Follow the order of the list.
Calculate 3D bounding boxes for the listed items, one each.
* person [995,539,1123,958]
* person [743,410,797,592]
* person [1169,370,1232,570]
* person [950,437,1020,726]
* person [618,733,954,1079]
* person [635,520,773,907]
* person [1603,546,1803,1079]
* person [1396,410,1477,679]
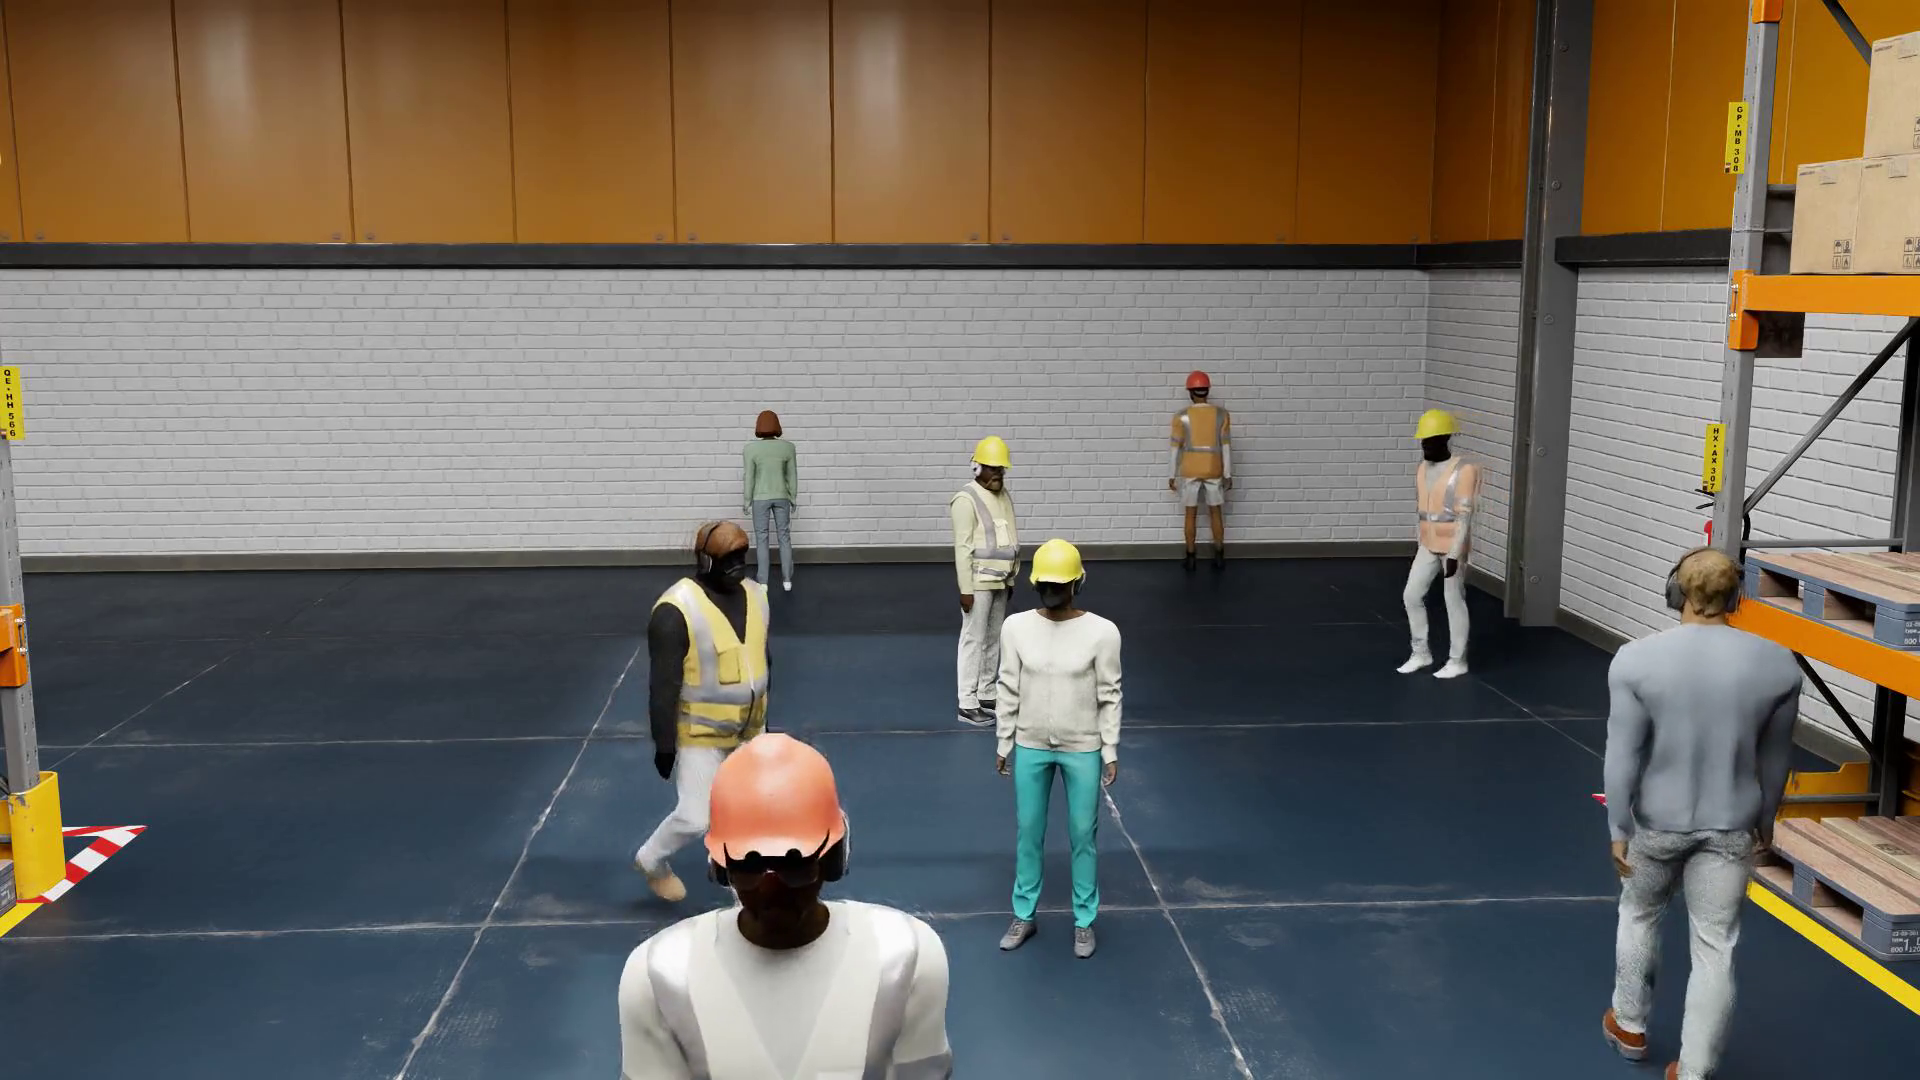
[{"bbox_3d":[0.401,0.864,6.899,0.533,1.765,0.329,3,9,15],"label":"person"},{"bbox_3d":[-1.703,-0.346,14.906,0.507,1.631,0.278,-4,10,-23],"label":"person"},{"bbox_3d":[2.304,-0.659,15.956,0.593,1.924,0.408,0,9,1],"label":"person"},{"bbox_3d":[0.176,0.251,10.555,0.404,1.823,0.600,5,10,29],"label":"person"},{"bbox_3d":[-0.318,1.337,3.101,0.621,2.031,0.474,-1,9,-5],"label":"person"},{"bbox_3d":[-1.108,0.797,7.180,0.693,1.818,0.666,7,12,38],"label":"person"},{"bbox_3d":[2.546,0.963,5.817,0.628,1.907,0.827,2,9,13],"label":"person"},{"bbox_3d":[3.335,0.044,11.628,0.630,1.901,0.618,-5,10,-28],"label":"person"}]
